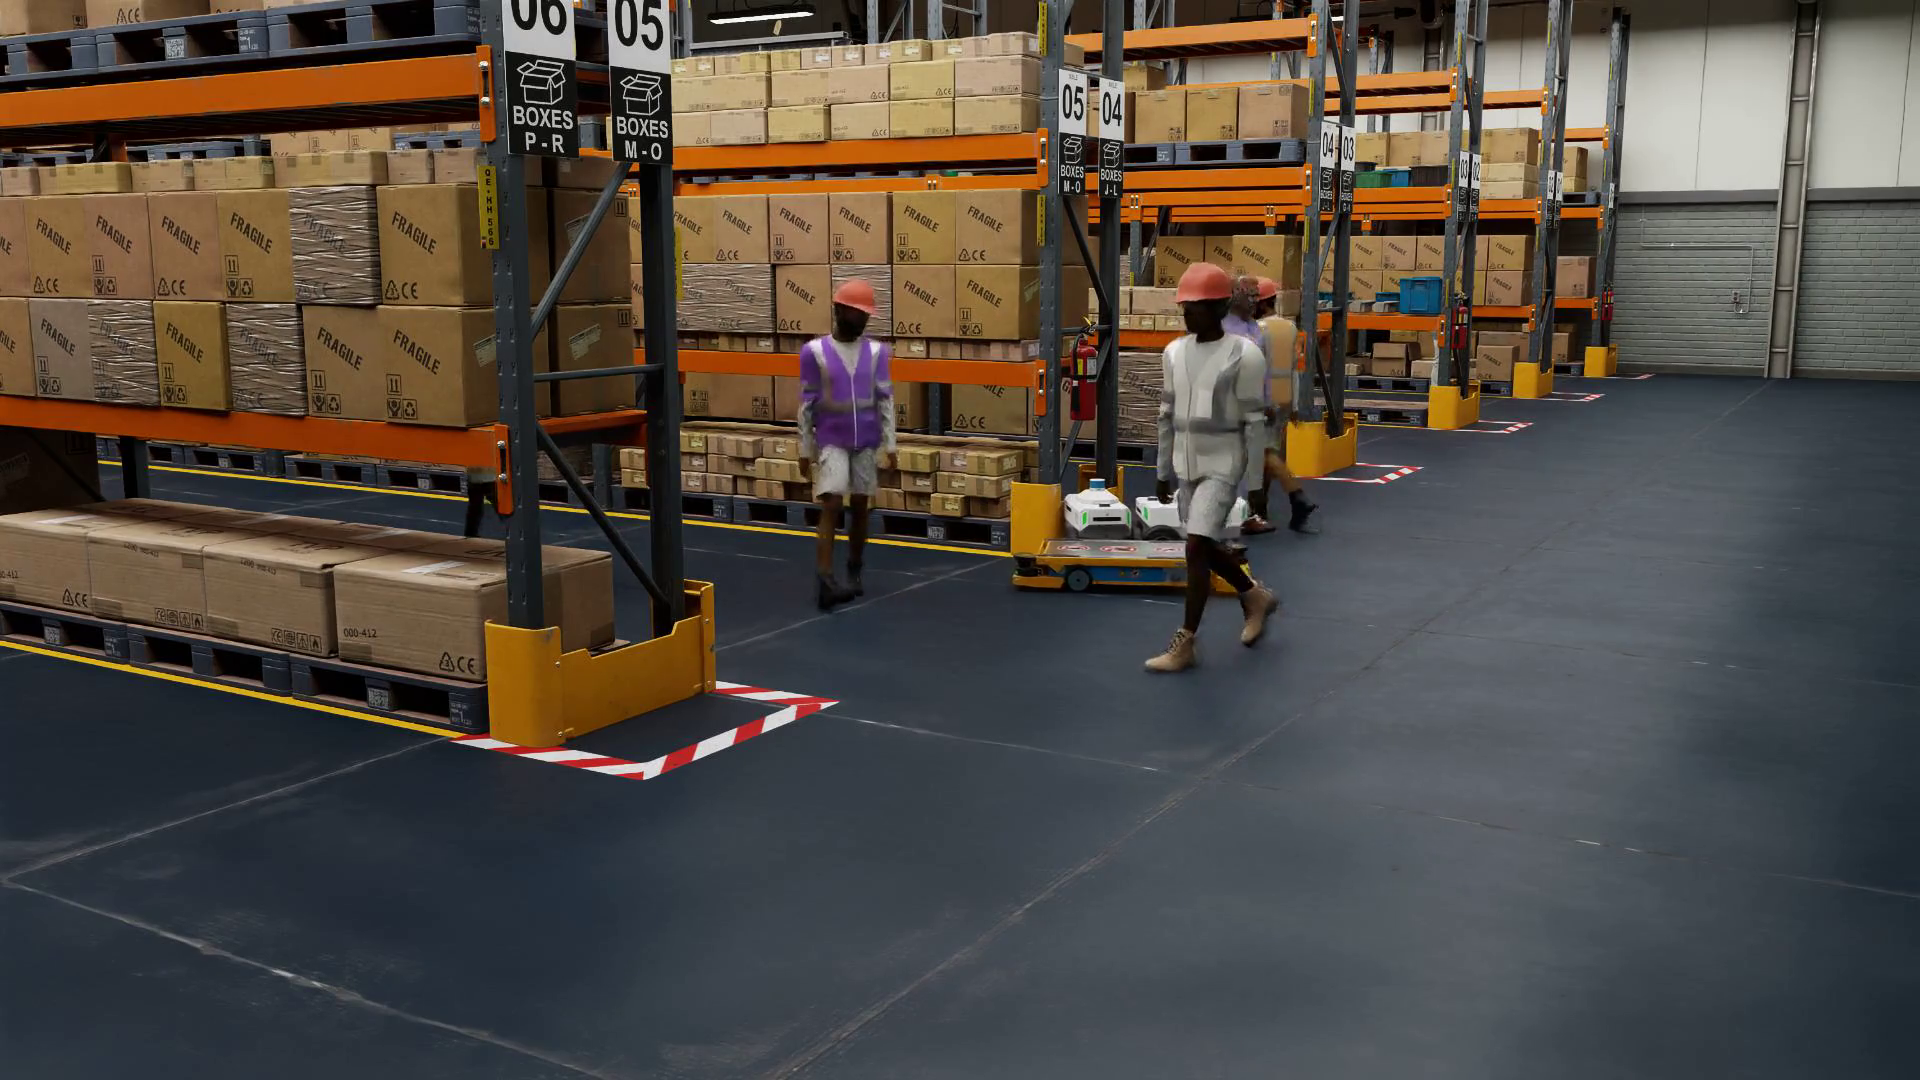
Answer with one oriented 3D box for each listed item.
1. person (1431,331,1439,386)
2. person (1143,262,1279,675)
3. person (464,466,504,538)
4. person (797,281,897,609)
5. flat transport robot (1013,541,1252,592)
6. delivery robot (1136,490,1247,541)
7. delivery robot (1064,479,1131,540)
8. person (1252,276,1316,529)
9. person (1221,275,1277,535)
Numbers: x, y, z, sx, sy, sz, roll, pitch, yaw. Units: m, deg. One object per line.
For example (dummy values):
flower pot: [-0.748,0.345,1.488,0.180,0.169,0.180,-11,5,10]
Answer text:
person: [6.914,-2.843,23.816,0.286,1.633,0.499,4,11,24]
person: [1.290,-0.371,8.277,0.934,2.013,0.618,-8,12,-38]
person: [-3.017,-0.696,10.552,0.999,1.891,0.547,5,11,29]
person: [-0.625,-0.546,9.660,0.591,1.880,0.799,-4,11,-23]
flat transport robot: [1.067,0.149,10.286,1.431,0.197,0.652,1,10,7]
delivery robot: [1.536,-0.169,11.045,0.707,0.478,0.477,0,10,-3]
delivery robot: [0.904,-0.163,11.007,0.477,0.478,0.707,-1,10,-6]
person: [2.381,-1.033,12.496,0.547,1.895,0.866,-8,13,-40]
person: [2.136,-0.977,12.154,0.782,1.879,0.666,8,13,40]
